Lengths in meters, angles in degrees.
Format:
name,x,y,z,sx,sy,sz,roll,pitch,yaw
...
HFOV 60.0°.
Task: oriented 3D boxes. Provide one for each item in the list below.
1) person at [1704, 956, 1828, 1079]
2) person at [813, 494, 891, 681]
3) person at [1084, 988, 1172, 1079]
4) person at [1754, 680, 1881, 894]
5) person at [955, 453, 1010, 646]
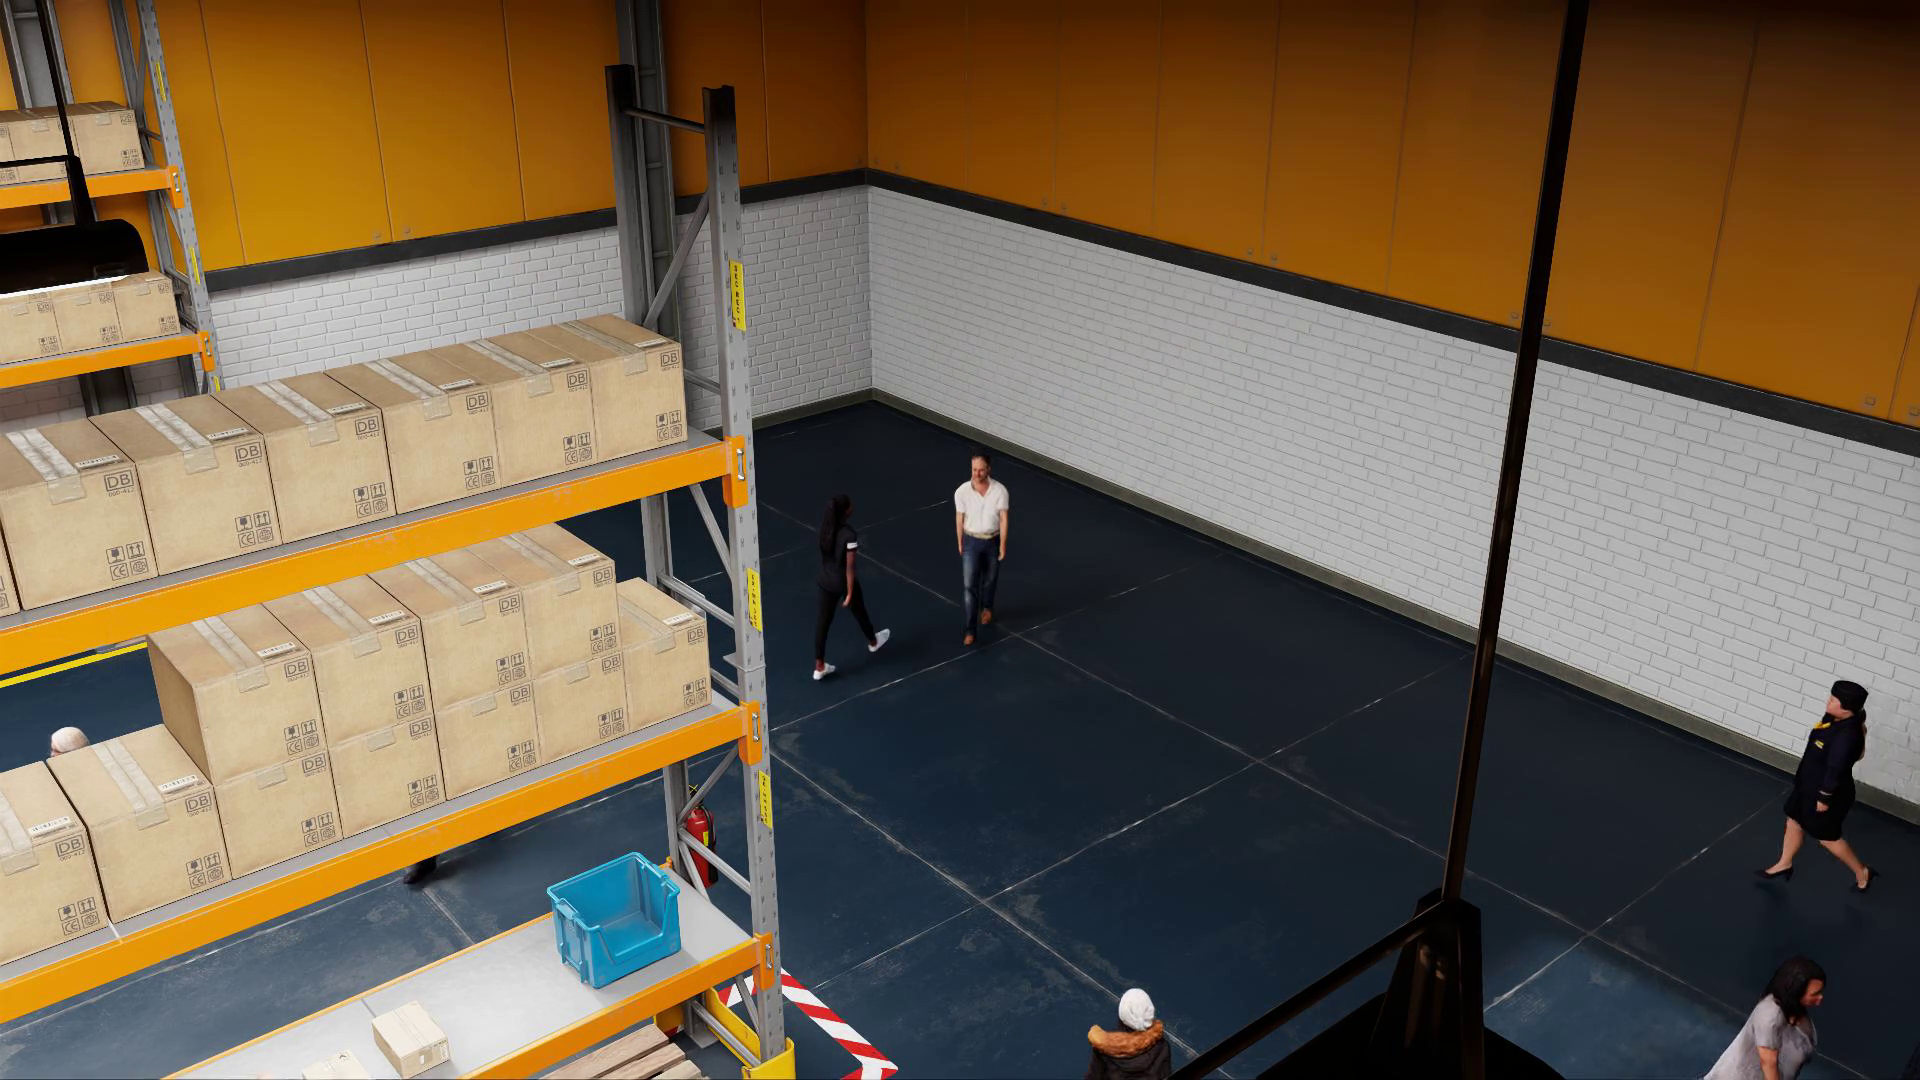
name,x,y,z,sx,sy,sz,roll,pitch,yaw
person,4.335,2.921,9.207,0.993,1.558,0.702,-22,32,-40
person,-1.139,0.440,14.728,0.789,1.681,1.215,17,29,33
person,0.872,3.104,8.734,1.070,1.599,1.016,-3,24,-7
person,6.169,1.783,11.694,1.048,1.651,1.086,9,25,20
person,0.243,0.015,15.551,1.180,1.801,1.244,2,24,5
